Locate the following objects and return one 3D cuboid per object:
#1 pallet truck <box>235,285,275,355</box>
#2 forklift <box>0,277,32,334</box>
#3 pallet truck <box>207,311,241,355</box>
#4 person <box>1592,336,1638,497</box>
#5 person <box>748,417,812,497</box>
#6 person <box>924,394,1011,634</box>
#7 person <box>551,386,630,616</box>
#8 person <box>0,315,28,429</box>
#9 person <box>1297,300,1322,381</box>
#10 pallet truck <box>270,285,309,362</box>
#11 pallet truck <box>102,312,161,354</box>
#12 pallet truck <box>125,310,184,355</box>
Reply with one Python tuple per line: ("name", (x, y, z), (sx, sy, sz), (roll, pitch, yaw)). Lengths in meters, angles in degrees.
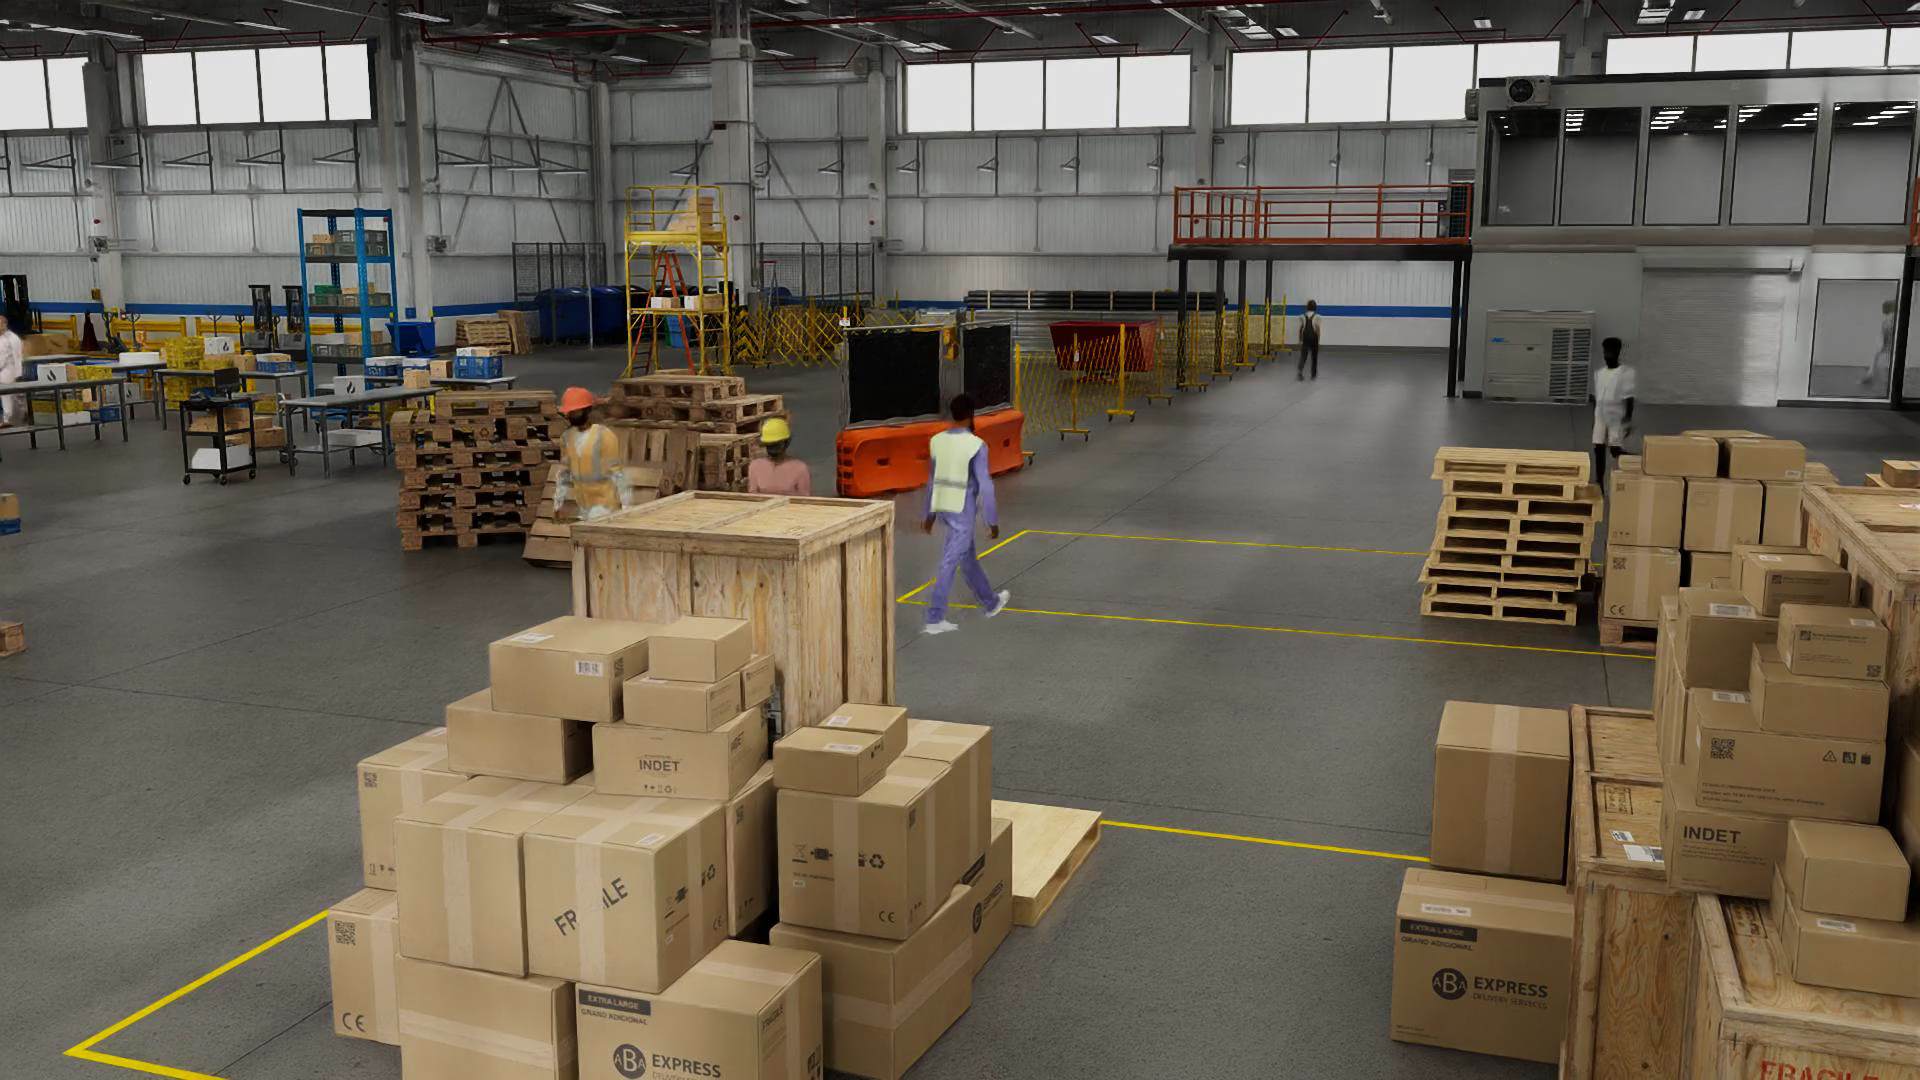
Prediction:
("pallet truck", (-18.327, -5.835, 44.421), (0.823, 1.965, 1.885), (4, 11, 23))
("forklift", (-27.151, -6.329, 46.328), (1.157, 1.987, 2.680), (3, 11, 17))
("pallet truck", (-19.537, -5.575, 44.913), (0.653, 1.274, 1.630), (3, 11, 19))
("person", (7.858, -1.468, 19.965), (0.659, 1.952, 0.629), (-6, 12, -31))
("person", (-1.342, -0.093, 12.786), (0.536, 1.746, 0.642), (3, 11, 19))
("person", (0.084, -0.219, 13.176), (1.028, 1.851, 0.626), (-9, 13, -41))
("person", (-3.030, -0.294, 13.494), (0.618, 1.899, 0.818), (6, 12, 31))
("person", (-15.861, -2.812, 27.723), (0.652, 1.881, 0.733), (4, 11, 23))
("person", (7.832, -4.483, 37.338), (0.516, 1.819, 0.875), (6, 12, 30))
("pallet truck", (-17.147, -5.700, 43.663), (0.823, 1.965, 1.885), (3, 11, 17))
("pallet truck", (-23.057, -5.777, 46.261), (0.680, 1.201, 1.601), (3, 11, 19))
("pallet truck", (-22.038, -5.665, 45.457), (0.704, 1.261, 1.522), (3, 11, 17))
